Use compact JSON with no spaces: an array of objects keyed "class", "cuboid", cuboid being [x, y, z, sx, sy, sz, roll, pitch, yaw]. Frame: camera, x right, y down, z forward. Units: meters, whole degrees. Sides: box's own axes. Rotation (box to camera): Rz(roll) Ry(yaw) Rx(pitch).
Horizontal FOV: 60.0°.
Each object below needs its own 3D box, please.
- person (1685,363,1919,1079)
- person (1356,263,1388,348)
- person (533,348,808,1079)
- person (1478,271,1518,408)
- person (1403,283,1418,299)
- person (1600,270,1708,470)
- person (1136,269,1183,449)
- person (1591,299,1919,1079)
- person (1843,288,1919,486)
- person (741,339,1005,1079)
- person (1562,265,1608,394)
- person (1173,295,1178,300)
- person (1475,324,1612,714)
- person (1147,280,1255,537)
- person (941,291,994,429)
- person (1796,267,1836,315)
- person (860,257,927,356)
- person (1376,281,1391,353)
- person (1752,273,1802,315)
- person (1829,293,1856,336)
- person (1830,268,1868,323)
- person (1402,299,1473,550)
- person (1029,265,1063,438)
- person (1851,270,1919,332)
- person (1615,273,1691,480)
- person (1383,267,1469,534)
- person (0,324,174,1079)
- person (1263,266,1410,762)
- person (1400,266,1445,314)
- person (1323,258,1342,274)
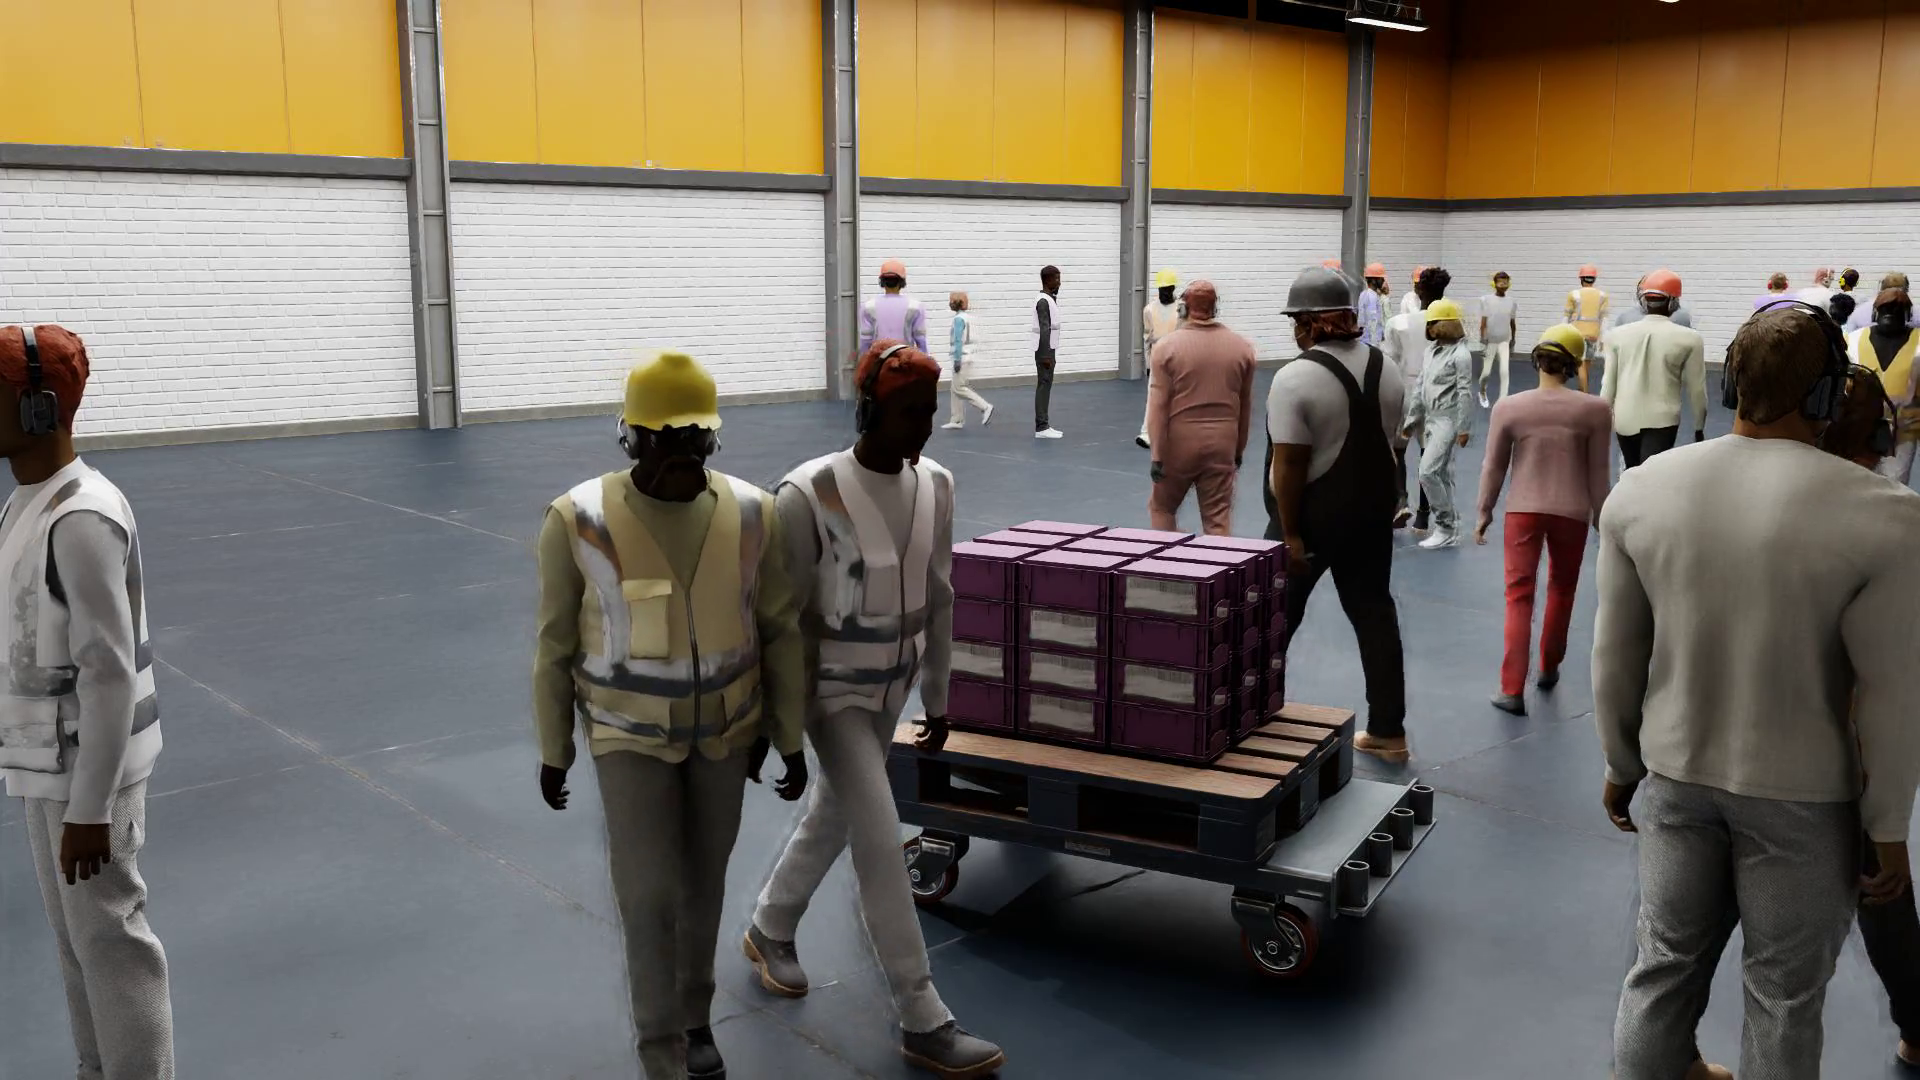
[{"class":"person","cuboid":[2.063,0.472,3.972,1.024,1.772,0.497,-5,11,-26]},{"class":"person","cuboid":[5.200,-2.524,21.021,0.359,1.938,0.547,0,10,2]},{"class":"person","cuboid":[-0.626,0.470,3.849,0.614,1.805,0.723,-5,11,-27]},{"class":"person","cuboid":[6.946,-2.563,21.539,0.525,1.840,0.758,1,10,5]},{"class":"person","cuboid":[5.883,-2.555,21.434,0.526,1.862,0.327,-8,12,-38]},{"class":"person","cuboid":[4.465,-0.767,10.751,0.640,1.941,1.038,8,13,40]},{"class":"person","cuboid":[2.155,-1.882,17.442,0.592,1.880,0.971,4,11,23]},{"class":"person","cuboid":[1.577,0.497,3.326,0.361,1.938,0.635,-9,13,-41]},{"class":"person","cuboid":[5.711,-0.641,10.326,0.654,1.819,0.756,6,11,32]},{"class":"person","cuboid":[-0.294,0.393,4.289,0.991,1.833,0.600,8,12,39]},{"class":"person","cuboid":[8.458,-2.783,22.642,0.562,1.889,0.952,0,10,0]},{"class":"person","cuboid":[2.348,-1.907,18.410,0.509,1.588,0.770,-5,11,-25]},{"class":"person","cuboid":[2.649,-0.113,7.543,0.593,1.707,0.825,3,10,16]},{"class":"person","cuboid":[1.325,-0.523,9.453,0.661,1.888,0.689,-2,10,-13]},{"class":"person","cuboid":[0.075,-2.086,19.371,0.547,1.621,0.527,0,10,1]},{"class":"person","cuboid":[11.207,-2.596,21.638,0.642,1.875,0.637,-2,10,-9]},{"class":"person","cuboid":[-0.614,-1.578,15.266,0.617,2.017,0.858,1,10,4]},{"class":"person","cuboid":[6.643,-3.265,26.238,0.310,1.636,0.523,0,10,-1]},{"class":"person","cuboid":[10.300,-2.457,21.026,0.576,1.800,0.953,5,11,28]},{"class":"person","cuboid":[8.648,-1.582,16.279,0.740,1.671,0.539,0,10,2]},{"class":"person","cuboid":[11.055,-2.451,20.823,0.516,1.861,0.327,-2,10,-12]},{"class":"person","cuboid":[3.292,-0.790,11.485,0.462,1.726,0.488,-2,10,-11]},{"class":"person","cuboid":[0.966,-2.101,18.600,0.391,1.920,0.593,1,10,5]},{"class":"person","cuboid":[8.416,-1.514,15.242,0.987,1.903,0.642,-8,12,-38]},{"class":"person","cuboid":[5.931,-1.348,14.330,0.621,1.892,1.037,6,11,31]},{"class":"person","cuboid":[3.332,-0.988,12.024,0.641,1.952,0.426,2,10,10]},{"class":"person","cuboid":[-1.892,0.491,3.528,0.355,1.883,0.574,-8,13,-39]},{"class":"person","cuboid":[1.474,-0.156,6.853,0.697,2.000,1.039,-5,11,-27]},{"class":"person","cuboid":[5.529,-2.315,19.870,0.552,1.913,0.776,5,11,27]},{"class":"person","cuboid":[5.160,-2.953,23.370,0.631,2.002,1.043,8,13,39]}]
